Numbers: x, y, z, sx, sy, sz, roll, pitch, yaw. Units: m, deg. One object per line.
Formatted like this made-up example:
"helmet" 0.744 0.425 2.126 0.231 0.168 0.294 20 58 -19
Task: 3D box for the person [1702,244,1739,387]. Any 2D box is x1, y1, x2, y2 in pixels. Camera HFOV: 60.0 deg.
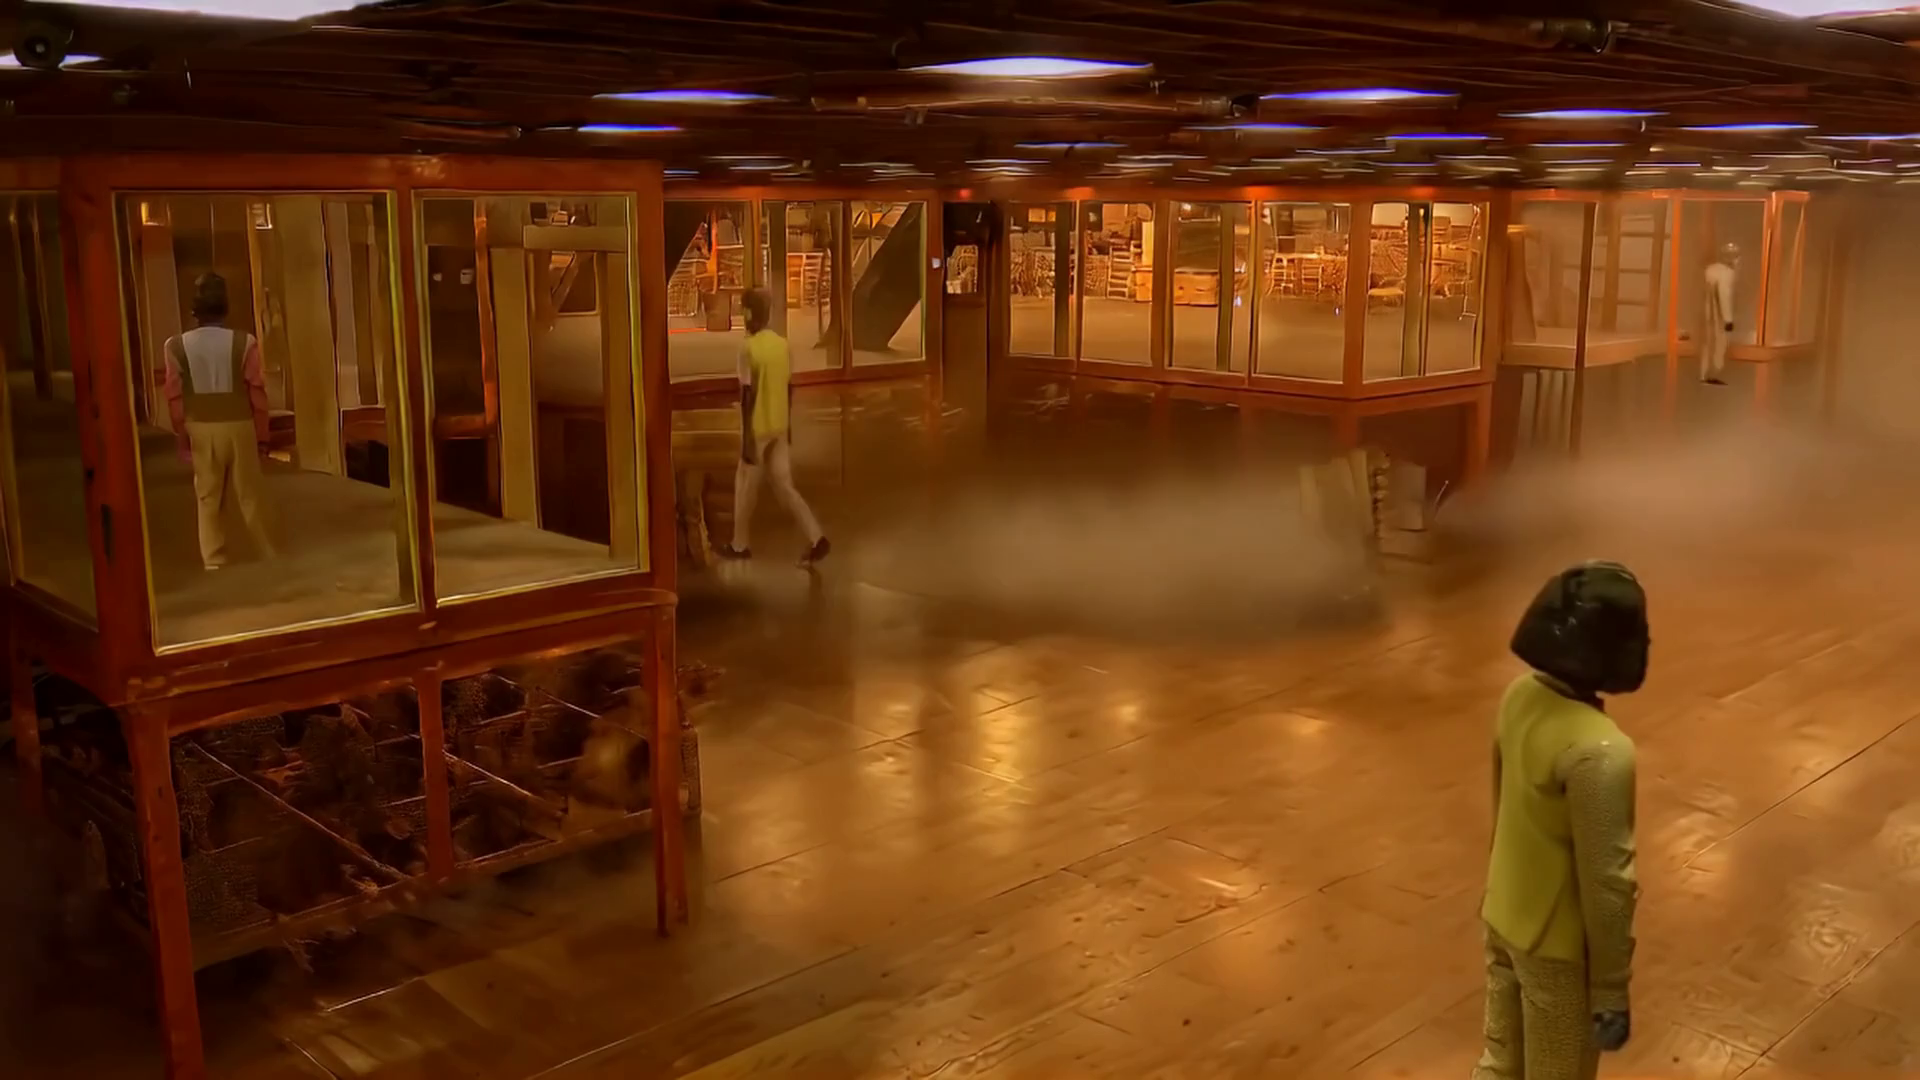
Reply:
"person" 9.976 -2.944 21.844 0.431 1.866 0.691 0 11 1

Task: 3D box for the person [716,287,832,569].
"person" -1.207 -0.719 10.790 0.935 1.835 0.529 9 14 38

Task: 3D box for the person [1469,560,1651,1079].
"person" 1.230 0.842 3.437 0.269 1.632 0.505 -1 11 -7
